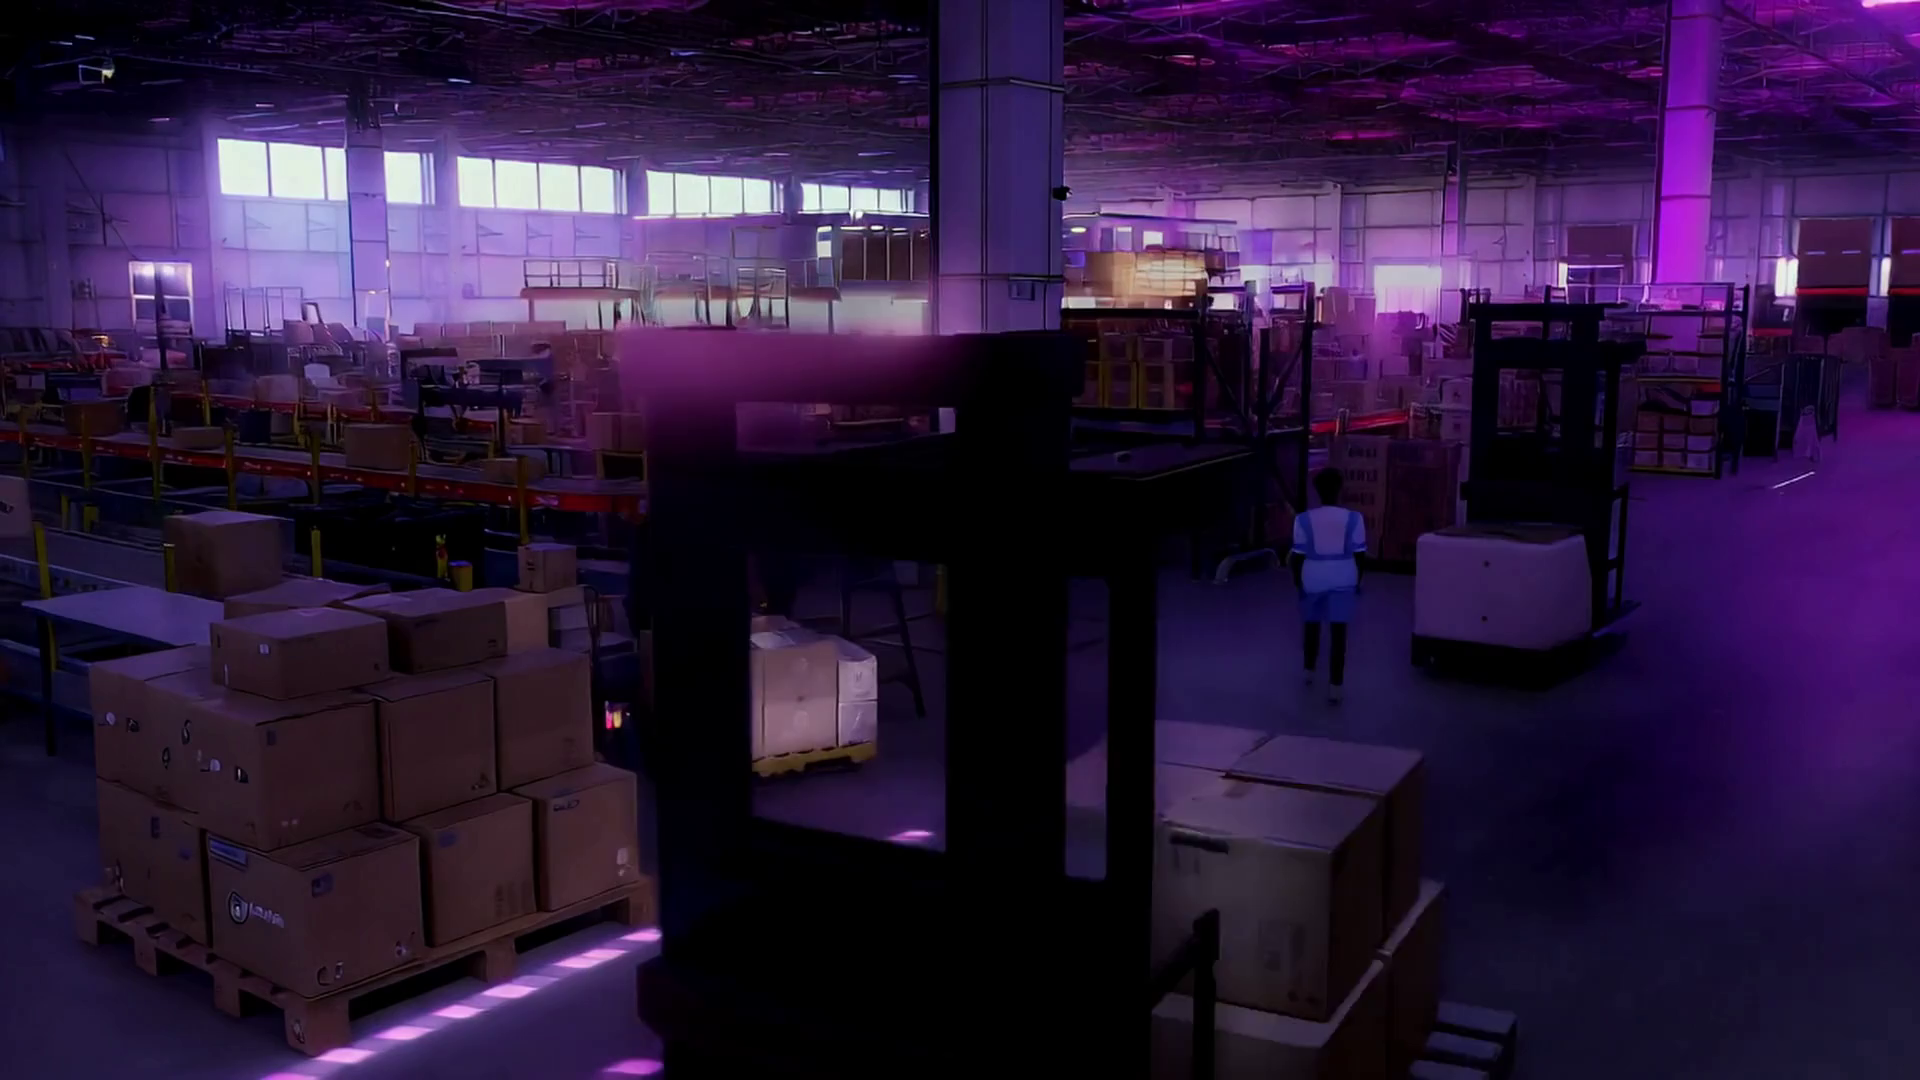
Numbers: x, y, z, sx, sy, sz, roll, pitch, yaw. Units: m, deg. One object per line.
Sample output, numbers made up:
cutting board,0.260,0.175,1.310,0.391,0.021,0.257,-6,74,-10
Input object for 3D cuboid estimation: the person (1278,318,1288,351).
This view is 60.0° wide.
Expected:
person,15.378,-9.802,79.109,0.608,1.943,0.402,-2,9,-16

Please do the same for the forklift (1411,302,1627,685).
forklift,4.379,-0.438,12.852,1.129,2.768,1.873,7,11,37

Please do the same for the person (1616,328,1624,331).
person,19.016,-5.206,48.268,0.479,1.907,0.589,2,9,12

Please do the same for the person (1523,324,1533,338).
person,20.180,-6.776,59.164,1.002,1.821,0.535,0,8,3

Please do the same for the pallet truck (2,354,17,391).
pallet truck,-24.881,-4.417,42.634,1.885,1.965,0.823,8,11,41

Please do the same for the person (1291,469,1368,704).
person,2.638,0.315,11.911,0.536,1.650,0.886,2,9,11

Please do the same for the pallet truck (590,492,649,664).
pallet truck,-3.115,0.344,12.883,0.653,1.274,1.630,7,11,37

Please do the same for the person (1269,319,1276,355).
person,14.091,-9.154,75.458,0.522,1.721,0.587,2,9,12

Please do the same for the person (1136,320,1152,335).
person,6.816,-7.139,61.224,0.629,1.925,0.894,-2,9,-10

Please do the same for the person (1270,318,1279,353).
person,15.197,-10.005,80.748,0.788,1.856,0.599,5,10,28

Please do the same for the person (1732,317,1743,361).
person,33.280,-8.585,71.035,0.589,1.907,0.585,-1,9,-8

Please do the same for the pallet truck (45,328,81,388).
pallet truck,-23.775,-4.544,43.495,1.885,1.965,0.823,6,10,35

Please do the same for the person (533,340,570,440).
person,-8.197,-2.950,32.827,1.020,1.980,0.630,-1,8,-5

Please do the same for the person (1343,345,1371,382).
person,8.402,-3.227,35.207,0.560,1.818,0.611,-8,12,-44

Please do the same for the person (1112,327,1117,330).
person,5.347,-6.442,57.125,0.782,1.740,0.521,7,11,38

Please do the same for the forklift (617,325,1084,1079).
forklift,-0.238,0.939,3.570,1.129,2.768,1.873,5,10,29

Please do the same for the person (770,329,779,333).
person,-6.947,-7.210,61.987,0.348,1.842,0.506,5,10,30

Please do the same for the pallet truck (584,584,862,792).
pallet truck,-1.426,0.805,10.019,1.601,1.201,0.680,-4,9,-26
